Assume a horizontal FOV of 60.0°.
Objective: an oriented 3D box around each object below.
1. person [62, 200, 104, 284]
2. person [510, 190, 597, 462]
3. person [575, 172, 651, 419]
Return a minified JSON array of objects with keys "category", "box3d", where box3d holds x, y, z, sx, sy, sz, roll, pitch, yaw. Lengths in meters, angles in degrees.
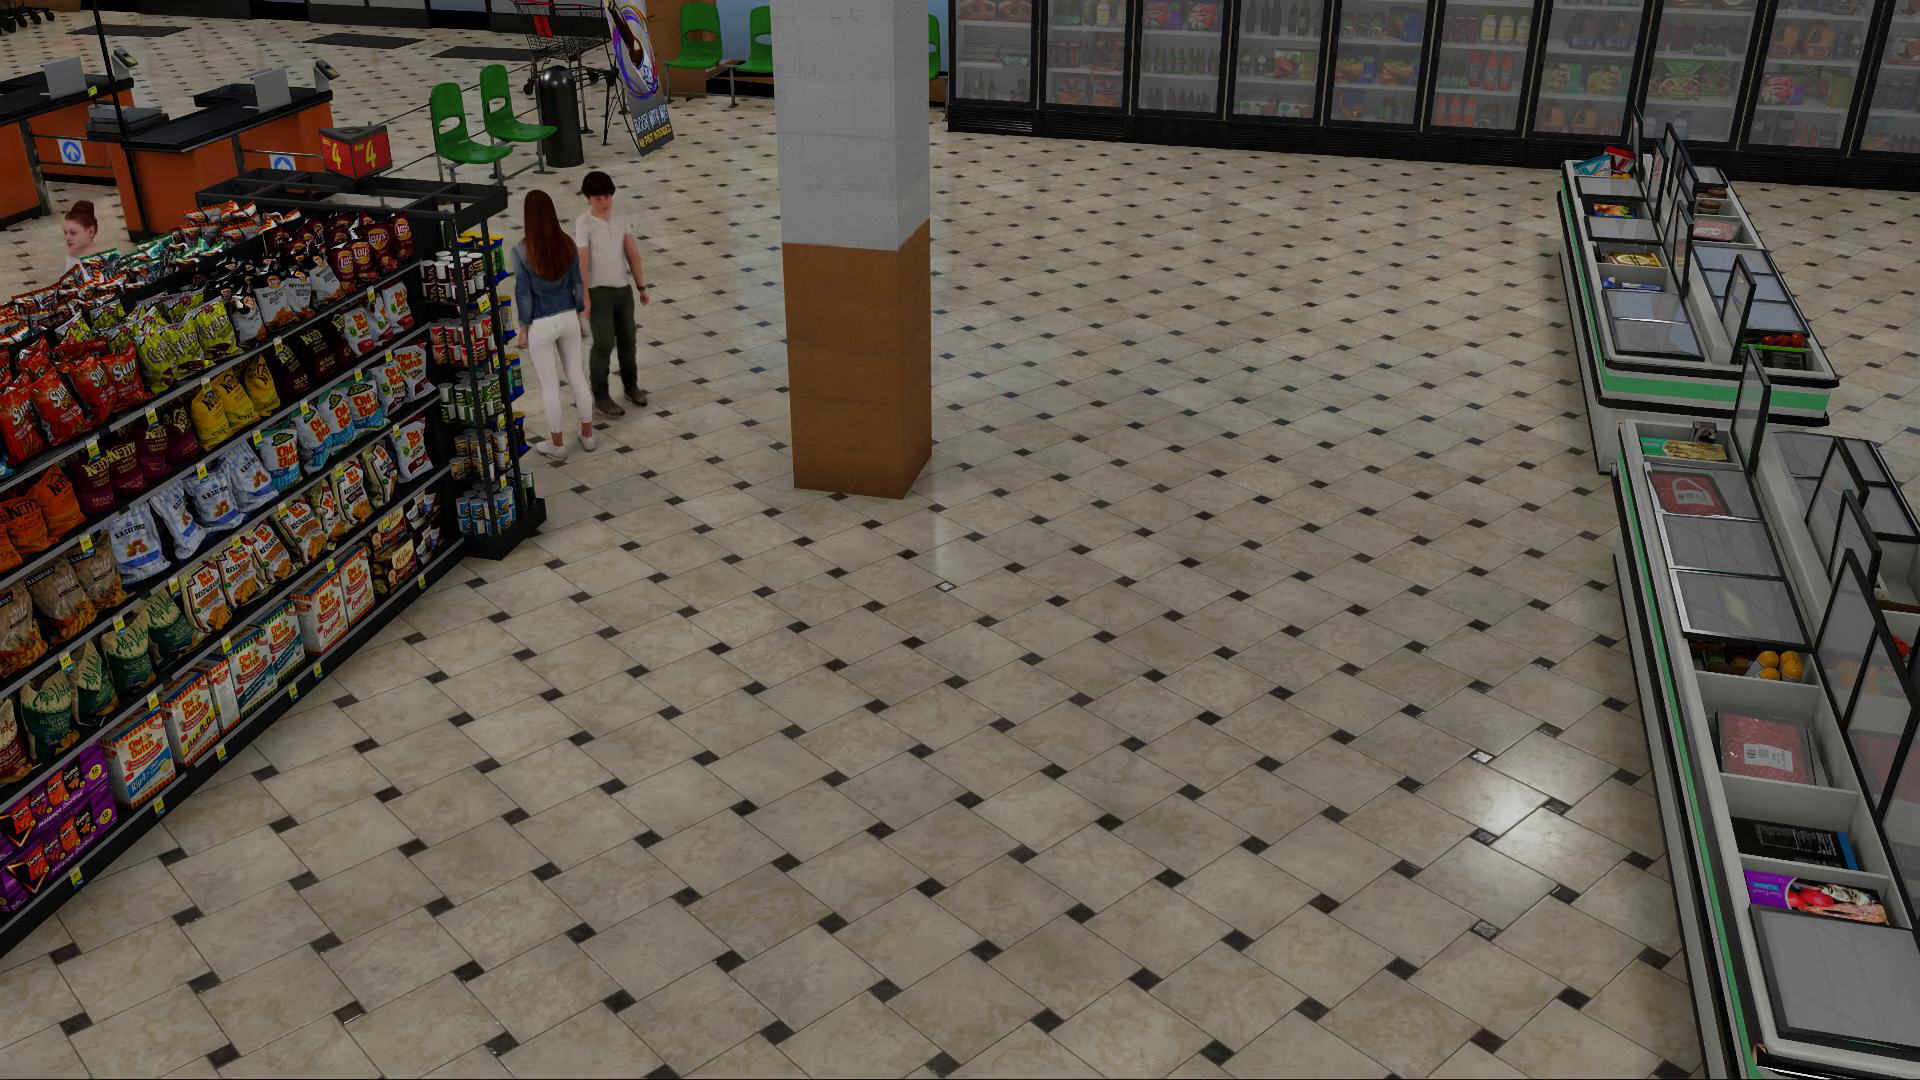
[{"category":"person","box3d":[-4.973,-1.153,9.898,0.564,1.782,0.635,7,28,13]},{"category":"person","box3d":[-2.522,-1.326,10.330,0.646,1.700,0.749,-21,33,-35]},{"category":"person","box3d":[-2.362,-1.634,11.001,0.814,1.644,0.706,20,33,33]}]
